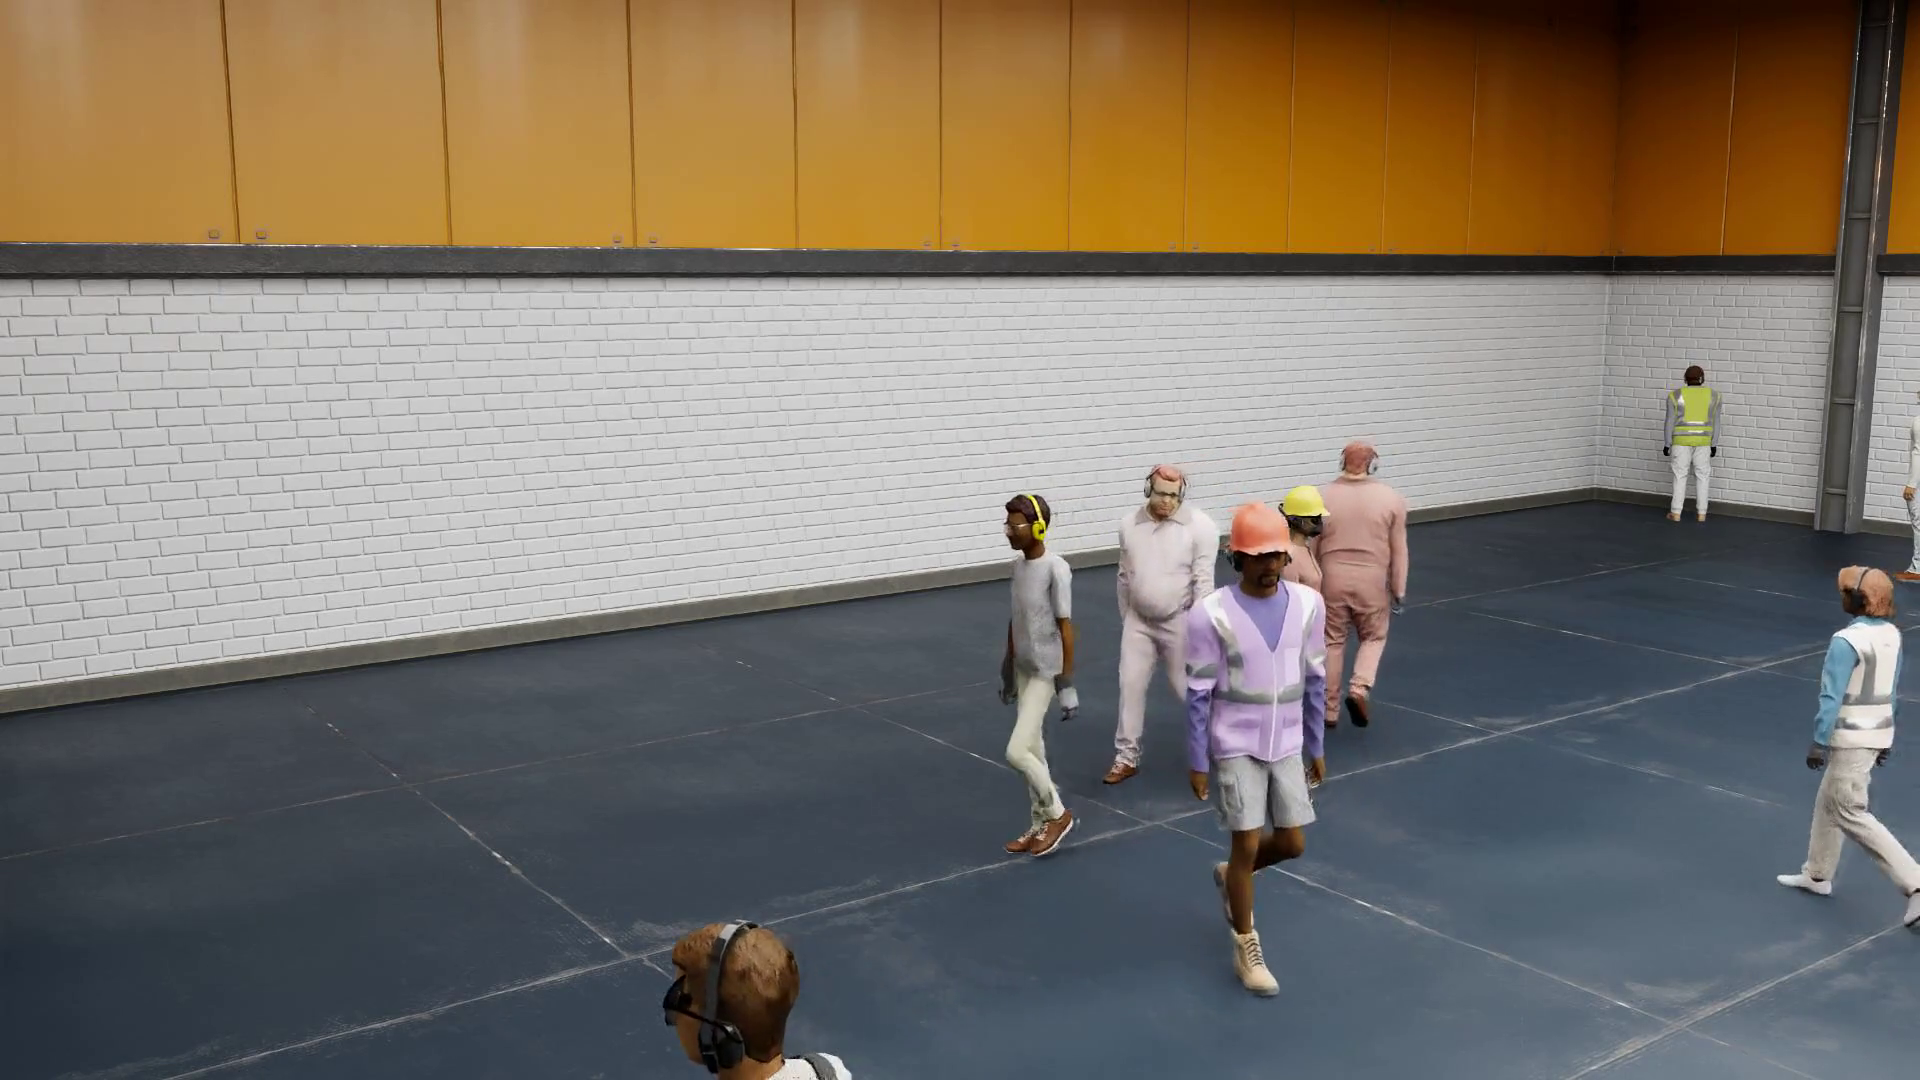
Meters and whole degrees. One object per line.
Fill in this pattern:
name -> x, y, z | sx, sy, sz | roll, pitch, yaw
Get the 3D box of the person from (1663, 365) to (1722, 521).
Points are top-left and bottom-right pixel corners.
person -> 8.606, -1.133, 19.597 | 0.624, 1.841, 0.430 | 2, 9, 11

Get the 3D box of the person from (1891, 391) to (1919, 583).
person -> 9.141, -0.557, 15.734 | 0.630, 1.940, 0.372 | -7, 11, -35

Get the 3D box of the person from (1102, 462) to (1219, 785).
person -> 1.222, 0.458, 9.703 | 0.650, 1.870, 0.826 | 6, 11, 31

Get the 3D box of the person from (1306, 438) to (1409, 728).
person -> 2.489, 0.300, 10.604 | 0.712, 1.888, 0.500 | 3, 10, 20

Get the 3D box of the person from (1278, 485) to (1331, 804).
person -> 1.888, 0.573, 9.297 | 0.314, 1.769, 0.524 | 3, 10, 20

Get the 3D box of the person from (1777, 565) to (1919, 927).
person -> 4.153, 0.924, 7.581 | 0.514, 1.617, 0.724 | -7, 12, -39

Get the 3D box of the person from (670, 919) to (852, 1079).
person -> -0.350, 1.564, 3.000 | 0.505, 1.835, 0.515 | 4, 10, 25

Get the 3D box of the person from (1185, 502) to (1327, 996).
person -> 1.210, 0.829, 6.925 | 0.622, 2.022, 0.635 | -3, 10, -15

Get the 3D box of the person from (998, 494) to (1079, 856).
person -> 0.356, 0.688, 8.316 | 0.420, 1.850, 0.565 | -4, 10, -25
